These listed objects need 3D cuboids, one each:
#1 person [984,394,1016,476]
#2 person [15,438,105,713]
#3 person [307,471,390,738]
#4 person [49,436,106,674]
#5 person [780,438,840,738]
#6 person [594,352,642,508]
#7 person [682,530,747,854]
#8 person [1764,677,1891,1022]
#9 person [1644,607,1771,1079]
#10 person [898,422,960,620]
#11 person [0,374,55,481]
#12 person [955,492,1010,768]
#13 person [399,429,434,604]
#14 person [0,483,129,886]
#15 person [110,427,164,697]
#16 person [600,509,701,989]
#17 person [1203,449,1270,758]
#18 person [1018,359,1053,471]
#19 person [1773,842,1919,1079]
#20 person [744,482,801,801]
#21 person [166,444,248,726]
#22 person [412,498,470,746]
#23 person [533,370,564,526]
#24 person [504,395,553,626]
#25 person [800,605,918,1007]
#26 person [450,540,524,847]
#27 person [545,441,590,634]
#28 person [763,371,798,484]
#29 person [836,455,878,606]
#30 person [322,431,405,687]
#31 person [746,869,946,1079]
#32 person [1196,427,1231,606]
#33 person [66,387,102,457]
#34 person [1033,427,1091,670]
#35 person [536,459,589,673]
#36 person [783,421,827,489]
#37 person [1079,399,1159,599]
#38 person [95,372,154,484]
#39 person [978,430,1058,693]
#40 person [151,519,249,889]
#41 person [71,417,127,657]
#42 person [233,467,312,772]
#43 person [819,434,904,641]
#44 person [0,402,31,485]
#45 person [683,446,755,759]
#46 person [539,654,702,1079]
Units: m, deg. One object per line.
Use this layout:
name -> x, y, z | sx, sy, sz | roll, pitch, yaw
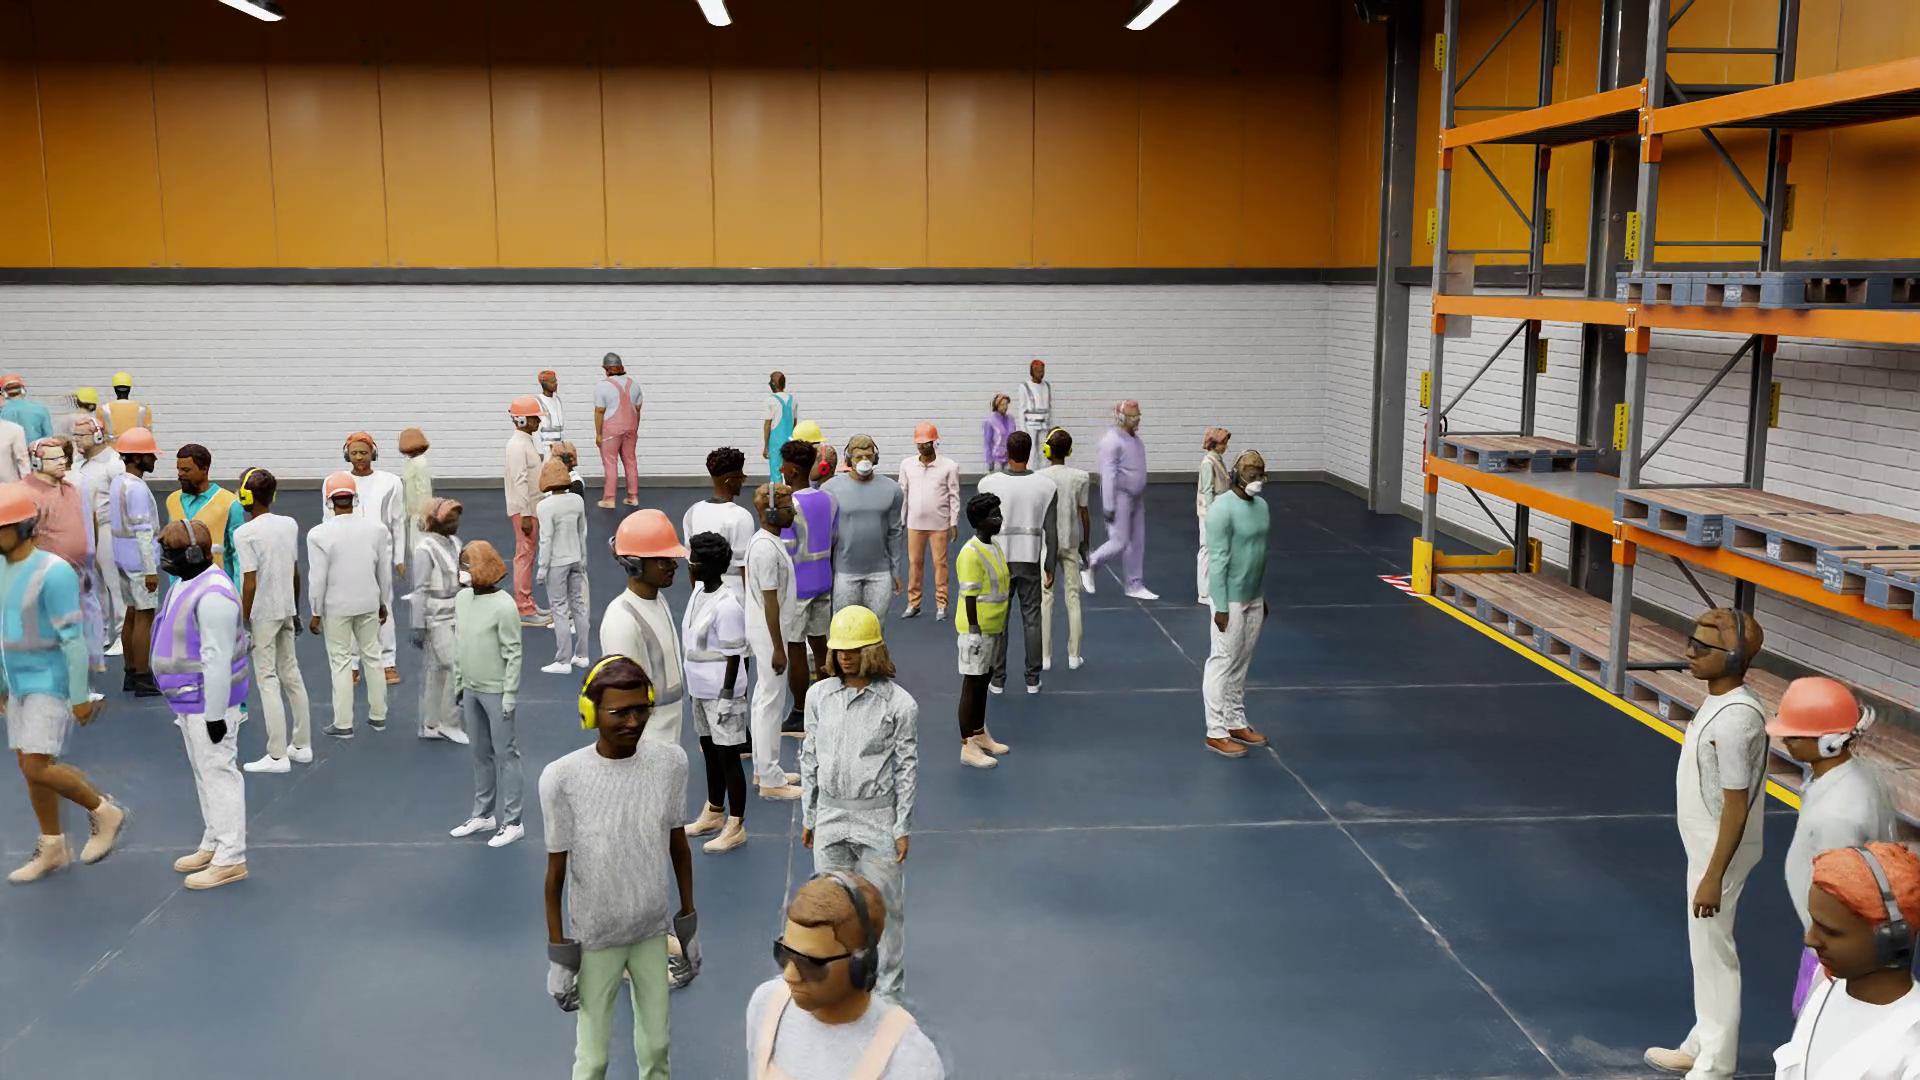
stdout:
person -> 0.512, -0.937, 19.852 | 0.538, 1.619, 0.405 | -9, 12, -43
person -> -6.278, 0.240, 11.571 | 0.409, 1.908, 0.639 | 1, 9, 6
person -> -4.024, 0.420, 10.935 | 0.333, 1.744, 0.573 | 8, 12, 40
person -> -6.664, 0.135, 12.464 | 0.357, 1.836, 0.511 | 3, 9, 16
person -> -1.040, 0.311, 10.936 | 0.367, 1.967, 0.606 | 6, 11, 31
person -> -4.510, -1.447, 21.742 | 0.535, 2.000, 0.683 | 9, 13, 44
person -> -1.298, 0.789, 8.772 | 0.318, 1.700, 0.534 | -5, 11, -31
person -> 2.948, 1.295, 5.526 | 0.595, 1.719, 0.578 | 5, 10, 27
person -> 2.728, 1.149, 6.049 | 0.335, 1.846, 0.513 | 4, 10, 22
person -> -0.288, -0.164, 14.589 | 0.572, 1.749, 0.341 | 2, 9, 14
person -> -10.189, -0.832, 18.166 | 0.688, 1.952, 0.601 | -3, 10, -19
person -> 0.144, 0.545, 10.311 | 0.319, 1.697, 0.532 | 3, 9, 18
person -> -5.028, -0.222, 15.423 | 0.328, 1.604, 0.526 | -3, 10, -21
person -> -4.581, 0.711, 8.251 | 0.629, 2.026, 0.529 | 5, 10, 30
person -> -5.897, 0.155, 12.009 | 0.375, 1.935, 0.551 | -8, 12, -41
person -> -1.318, 0.879, 7.129 | 0.373, 2.043, 0.615 | 0, 9, 1
person -> 1.770, 0.388, 10.555 | 0.374, 1.936, 0.627 | 7, 11, 38
person -> 1.045, -1.540, 22.857 | 0.588, 1.874, 0.348 | -7, 12, -39
person -> 1.863, 1.536, 3.496 | 0.356, 1.887, 0.572 | 1, 9, 4
person -> -1.074, 0.580, 9.632 | 0.346, 1.846, 0.505 | -2, 9, -12
person -> -5.025, 0.304, 11.135 | 0.597, 1.916, 0.371 | 3, 9, 17
person -> -3.283, 0.525, 10.647 | 0.509, 1.614, 0.627 | 1, 9, 6
person -> -4.950, -1.106, 20.090 | 0.355, 1.885, 0.576 | 3, 10, 18
person -> -3.746, -0.256, 14.410 | 0.375, 1.995, 0.609 | -2, 9, -10
person -> -0.408, 1.115, 6.592 | 0.486, 1.744, 0.294 | 3, 9, 16
person -> -2.526, 0.808, 8.857 | 0.500, 1.633, 0.279 | 7, 11, 36
person -> -3.311, -0.025, 14.065 | 0.314, 1.641, 0.515 | -6, 11, -35
person -> -2.239, -1.190, 20.798 | 0.501, 1.837, 0.363 | -9, 12, -43
person -> -0.747, 0.192, 12.353 | 0.327, 1.752, 0.563 | -1, 9, -4
person -> -4.384, 0.142, 12.268 | 0.576, 1.882, 0.355 | -3, 10, -20
person -> -0.220, 1.554, 3.601 | 0.514, 1.826, 0.788 | 8, 12, 42
person -> 2.324, -0.219, 15.293 | 0.308, 1.640, 0.516 | 3, 9, 16
person -> -10.207, -0.910, 19.329 | 0.535, 1.737, 0.588 | 4, 10, 24
person -> 0.754, 0.065, 12.768 | 0.510, 1.877, 0.328 | -1, 9, -4
person -> -3.045, 0.199, 12.682 | 0.280, 1.631, 0.507 | 4, 10, 26
person -> -1.253, -0.071, 13.756 | 0.404, 1.833, 0.587 | -3, 10, -20
person -> 1.488, -0.374, 15.516 | 0.684, 1.888, 0.674 | 6, 11, 31
person -> -9.590, -0.964, 19.132 | 0.585, 1.914, 0.399 | -6, 11, -33
person -> 0.415, 0.168, 12.024 | 0.590, 1.910, 0.387 | 0, 9, -3
person -> -3.778, 0.801, 8.292 | 0.428, 1.836, 0.623 | -7, 11, -36
person -> -6.877, -0.029, 13.259 | 0.648, 1.907, 0.409 | 4, 10, 23
person -> -4.217, 0.487, 10.138 | 0.319, 1.870, 0.521 | 3, 10, 18
person -> -0.681, 0.231, 11.531 | 0.631, 1.940, 0.372 | -3, 10, -21
person -> -9.251, -0.483, 15.904 | 0.653, 1.964, 0.836 | -4, 10, -23
person -> -1.464, 0.390, 10.444 | 0.603, 1.966, 0.368 | 8, 12, 40
person -> -1.064, 1.267, 5.275 | 0.510, 1.862, 0.327 | -6, 11, -33
